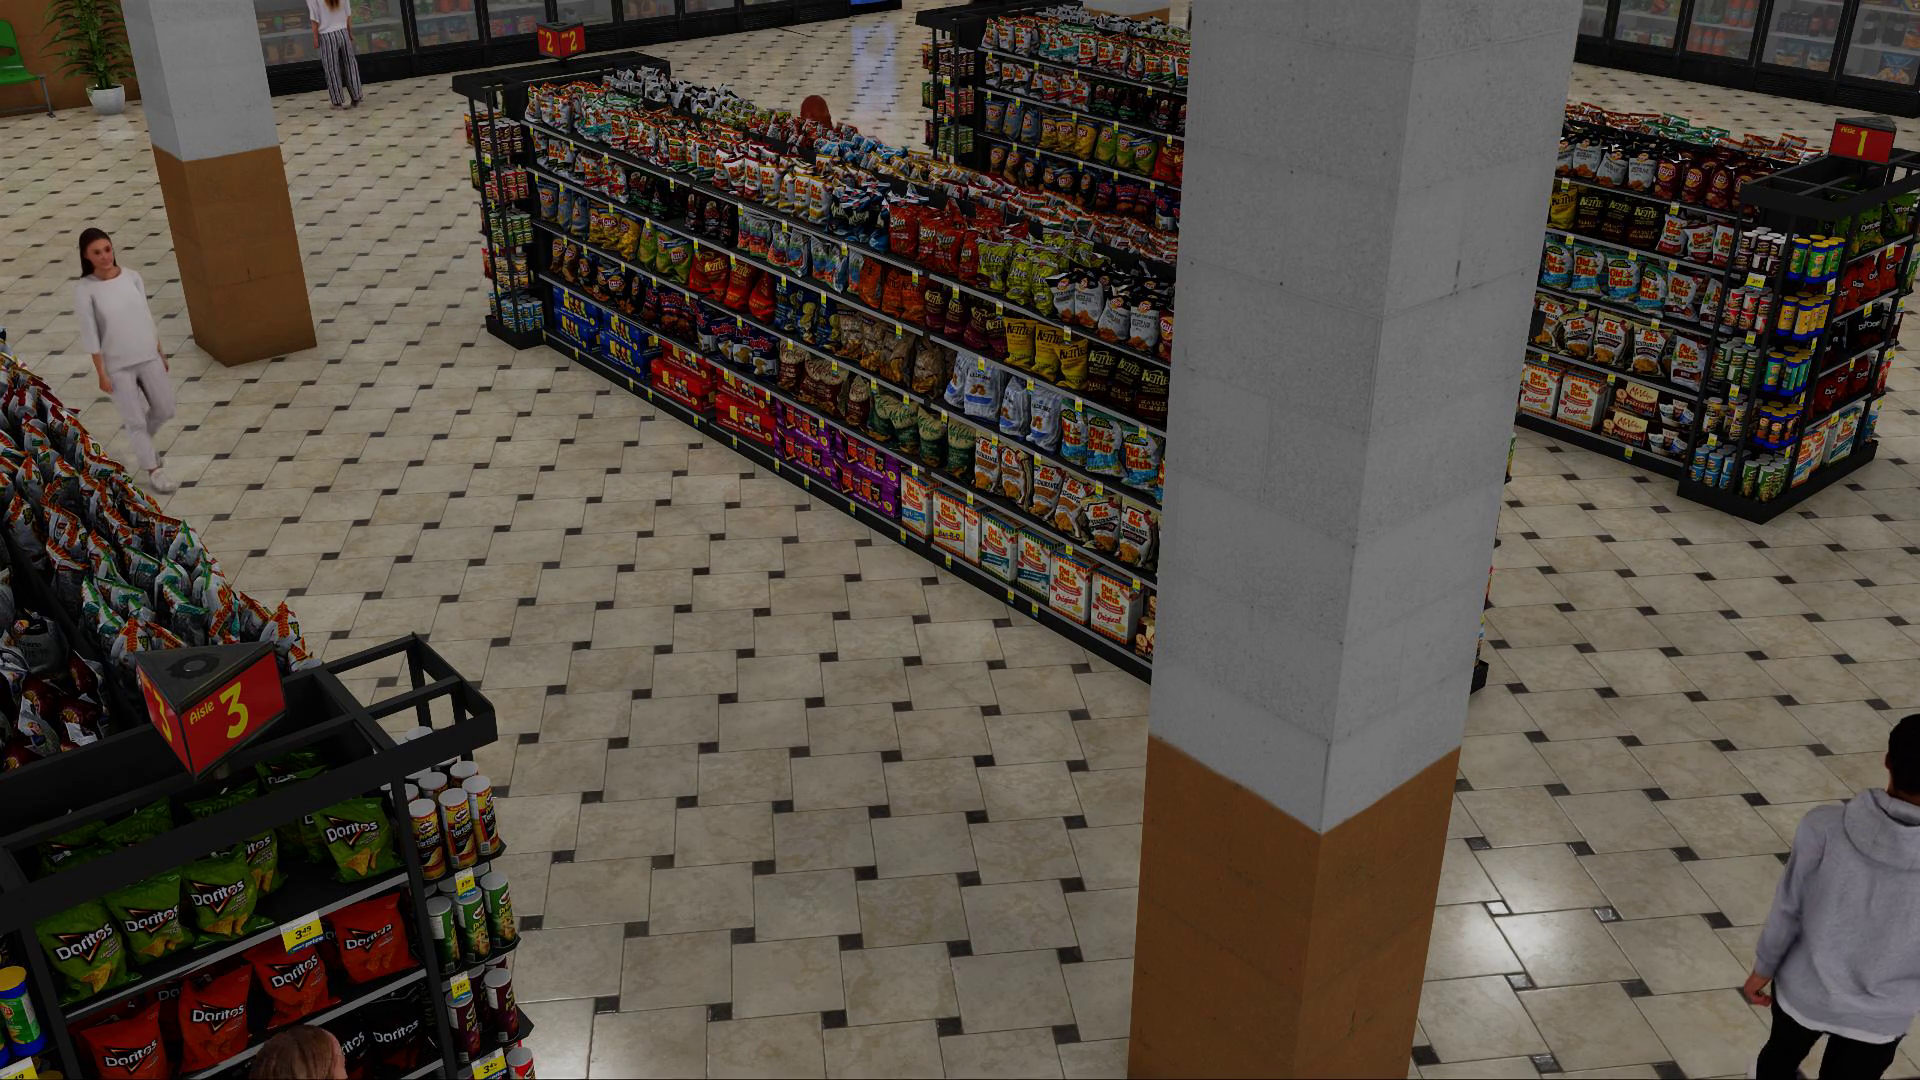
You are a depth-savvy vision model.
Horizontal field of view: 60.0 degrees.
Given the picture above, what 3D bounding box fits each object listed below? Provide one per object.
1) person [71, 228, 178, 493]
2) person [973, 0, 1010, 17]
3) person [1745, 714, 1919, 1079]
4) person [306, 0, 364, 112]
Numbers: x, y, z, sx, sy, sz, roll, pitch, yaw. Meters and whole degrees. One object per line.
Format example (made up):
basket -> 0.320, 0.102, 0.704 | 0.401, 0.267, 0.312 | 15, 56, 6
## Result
person -> -5.182, -1.124, 10.297 | 0.827, 1.682, 0.722 | 18, 32, 31
person -> 0.410, -6.943, 21.740 | 1.056, 1.711, 1.065 | 6, 28, 12
person -> 2.668, 1.432, 5.026 | 1.137, 1.891, 1.017 | 14, 30, 26
person -> -7.531, -6.045, 20.003 | 0.684, 1.680, 0.621 | -24, 35, -38
